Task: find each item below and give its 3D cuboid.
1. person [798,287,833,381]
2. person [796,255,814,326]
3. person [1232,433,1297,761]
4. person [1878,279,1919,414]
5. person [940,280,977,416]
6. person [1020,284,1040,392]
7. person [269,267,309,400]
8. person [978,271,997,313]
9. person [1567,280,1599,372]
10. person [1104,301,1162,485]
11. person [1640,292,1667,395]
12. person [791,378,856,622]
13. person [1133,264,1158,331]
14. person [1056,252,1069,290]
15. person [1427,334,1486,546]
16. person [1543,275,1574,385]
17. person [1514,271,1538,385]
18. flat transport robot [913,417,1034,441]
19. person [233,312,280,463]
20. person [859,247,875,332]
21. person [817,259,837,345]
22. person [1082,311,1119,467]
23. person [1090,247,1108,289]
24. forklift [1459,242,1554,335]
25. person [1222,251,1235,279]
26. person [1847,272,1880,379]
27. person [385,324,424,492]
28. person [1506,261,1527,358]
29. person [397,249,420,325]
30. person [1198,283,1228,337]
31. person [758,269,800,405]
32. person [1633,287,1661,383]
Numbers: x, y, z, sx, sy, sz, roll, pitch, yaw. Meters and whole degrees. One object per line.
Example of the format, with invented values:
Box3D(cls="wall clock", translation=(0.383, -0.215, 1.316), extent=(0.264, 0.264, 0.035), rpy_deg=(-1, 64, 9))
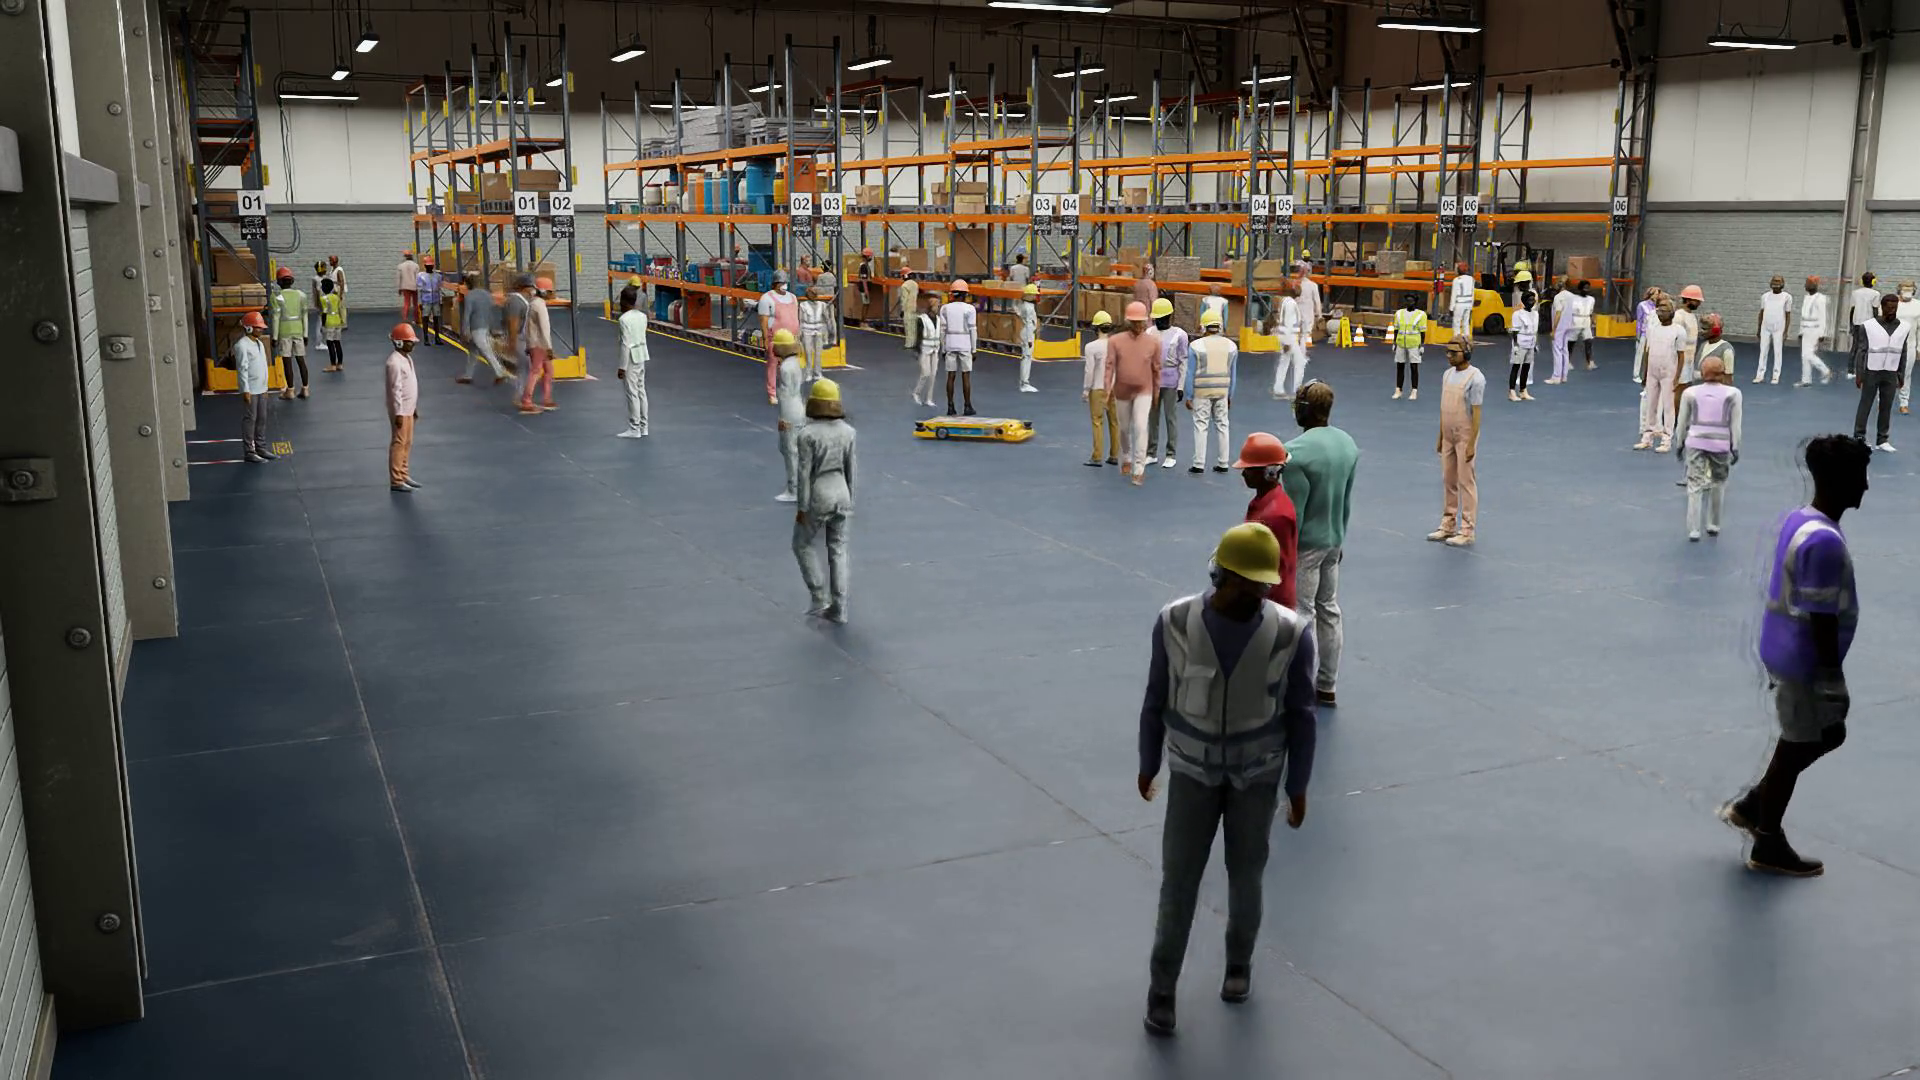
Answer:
Box3D(cls="person", translation=(-2.488, -3.526, 28.514), extent=(0.598, 1.627, 0.351), rpy_deg=(-5, 12, -24))
Box3D(cls="person", translation=(-3.582, -5.651, 38.589), extent=(0.399, 1.909, 0.642), rpy_deg=(0, 11, -1))
Box3D(cls="person", translation=(1.584, 0.301, 8.765), extent=(0.350, 1.743, 0.571), rpy_deg=(0, 11, 2))
Box3D(cls="person", translation=(13.503, -2.771, 23.899), extent=(0.627, 1.933, 0.366), rpy_deg=(4, 12, 21))
Box3D(cls="person", translation=(-0.011, -2.736, 23.716), extent=(0.542, 1.931, 0.375), rpy_deg=(4, 12, 19))
Box3D(cls="person", translation=(1.127, -3.270, 26.935), extent=(0.328, 1.734, 0.480), rpy_deg=(-1, 11, -4))
Box3D(cls="person", translation=(-10.389, -3.190, 25.735), extent=(0.388, 2.041, 0.615), rpy_deg=(8, 14, 35))
Box3D(cls="person", translation=(0.684, -6.507, 43.484), extent=(0.586, 1.704, 0.916), rpy_deg=(-4, 12, -21))
Box3D(cls="person", translation=(11.299, -3.872, 30.185), extent=(0.543, 1.658, 0.860), rpy_deg=(-2, 11, -9))
Box3D(cls="person", translation=(1.871, -1.611, 17.962), extent=(0.607, 1.957, 0.944), rpy_deg=(2, 11, 10))
Box3D(cls="person", translation=(11.021, -3.078, 26.205), extent=(0.280, 1.636, 0.502), rpy_deg=(-7, 13, -32))
Box3D(cls="person", translation=(-0.964, -0.275, 11.734), extent=(0.506, 1.722, 0.431), rpy_deg=(-9, 14, -38))
Box3D(cls="person", translation=(3.580, -4.301, 31.727), extent=(0.406, 1.910, 0.639), rpy_deg=(-6, 13, -28))
Box3D(cls="person", translation=(3.076, -7.635, 49.149), extent=(0.553, 1.730, 0.585), rpy_deg=(6, 12, 26))
Box3D(cls="person", translation=(4.339, -0.872, 14.474), extent=(0.345, 1.840, 0.502), rpy_deg=(-4, 12, -21))
Box3D(cls="person", translation=(10.116, -3.543, 28.033), extent=(0.513, 1.845, 0.336), rpy_deg=(-10, 15, -42))
Box3D(cls="person", translation=(9.506, -3.574, 28.033), extent=(0.402, 1.913, 0.590), rpy_deg=(-1, 11, -4))
Box3D(cls="flat transport robot", translation=(0.174, -1.439, 21.355), extent=(1.431, 0.197, 0.652), rpy_deg=(4, 12, 17))
Box3D(cls="person", translation=(-8.158, -1.769, 19.283), extent=(0.351, 1.743, 0.563), rpy_deg=(1, 11, 3))
Box3D(cls="person", translation=(-2.268, -6.103, 40.546), extent=(0.393, 2.039, 0.613), rpy_deg=(0, 11, -1))
Box3D(cls="person", translation=(-2.911, -5.200, 36.395), extent=(0.509, 1.872, 0.328), rpy_deg=(-9, 14, -38))
Box3D(cls="person", translation=(1.617, -1.717, 18.957), extent=(0.524, 1.770, 0.315), rpy_deg=(-7, 13, -31))
Box3D(cls="person", translation=(4.079, -7.592, 48.519), extent=(0.581, 1.882, 0.351), rpy_deg=(0, 11, 1))
Box3D(cls="forklift", translation=(13.047, -6.049, 39.881), extent=(2.313, 2.155, 1.214), rpy_deg=(-5, 12, -23))
Box3D(cls="person", translation=(8.100, -7.782, 49.877), extent=(0.538, 1.734, 0.485), rpy_deg=(1, 11, 3))
Box3D(cls="person", translation=(15.703, -3.717, 28.891), extent=(0.335, 1.860, 0.508), rpy_deg=(-7, 13, -31))
Box3D(cls="person", translation=(-5.756, -1.370, 17.264), extent=(0.372, 1.742, 0.562), rpy_deg=(-1, 11, -5))
Box3D(cls="person", translation=(11.089, -4.557, 32.994), extent=(0.436, 1.915, 0.610), rpy_deg=(5, 12, 24))
Box3D(cls="person", translation=(-14.151, -6.480, 42.704), extent=(0.627, 1.956, 0.846), rpy_deg=(-1, 11, -3))
Box3D(cls="person", translation=(4.672, -3.929, 30.613), extent=(0.512, 1.606, 0.840), rpy_deg=(-1, 11, -7))
Box3D(cls="person", translation=(-2.670, -3.066, 25.112), extent=(0.688, 2.000, 0.539), rpy_deg=(-11, 15, -43))
Box3D(cls="person", translation=(11.710, -3.485, 28.291), extent=(0.514, 1.634, 0.313), rpy_deg=(-3, 12, -16))
